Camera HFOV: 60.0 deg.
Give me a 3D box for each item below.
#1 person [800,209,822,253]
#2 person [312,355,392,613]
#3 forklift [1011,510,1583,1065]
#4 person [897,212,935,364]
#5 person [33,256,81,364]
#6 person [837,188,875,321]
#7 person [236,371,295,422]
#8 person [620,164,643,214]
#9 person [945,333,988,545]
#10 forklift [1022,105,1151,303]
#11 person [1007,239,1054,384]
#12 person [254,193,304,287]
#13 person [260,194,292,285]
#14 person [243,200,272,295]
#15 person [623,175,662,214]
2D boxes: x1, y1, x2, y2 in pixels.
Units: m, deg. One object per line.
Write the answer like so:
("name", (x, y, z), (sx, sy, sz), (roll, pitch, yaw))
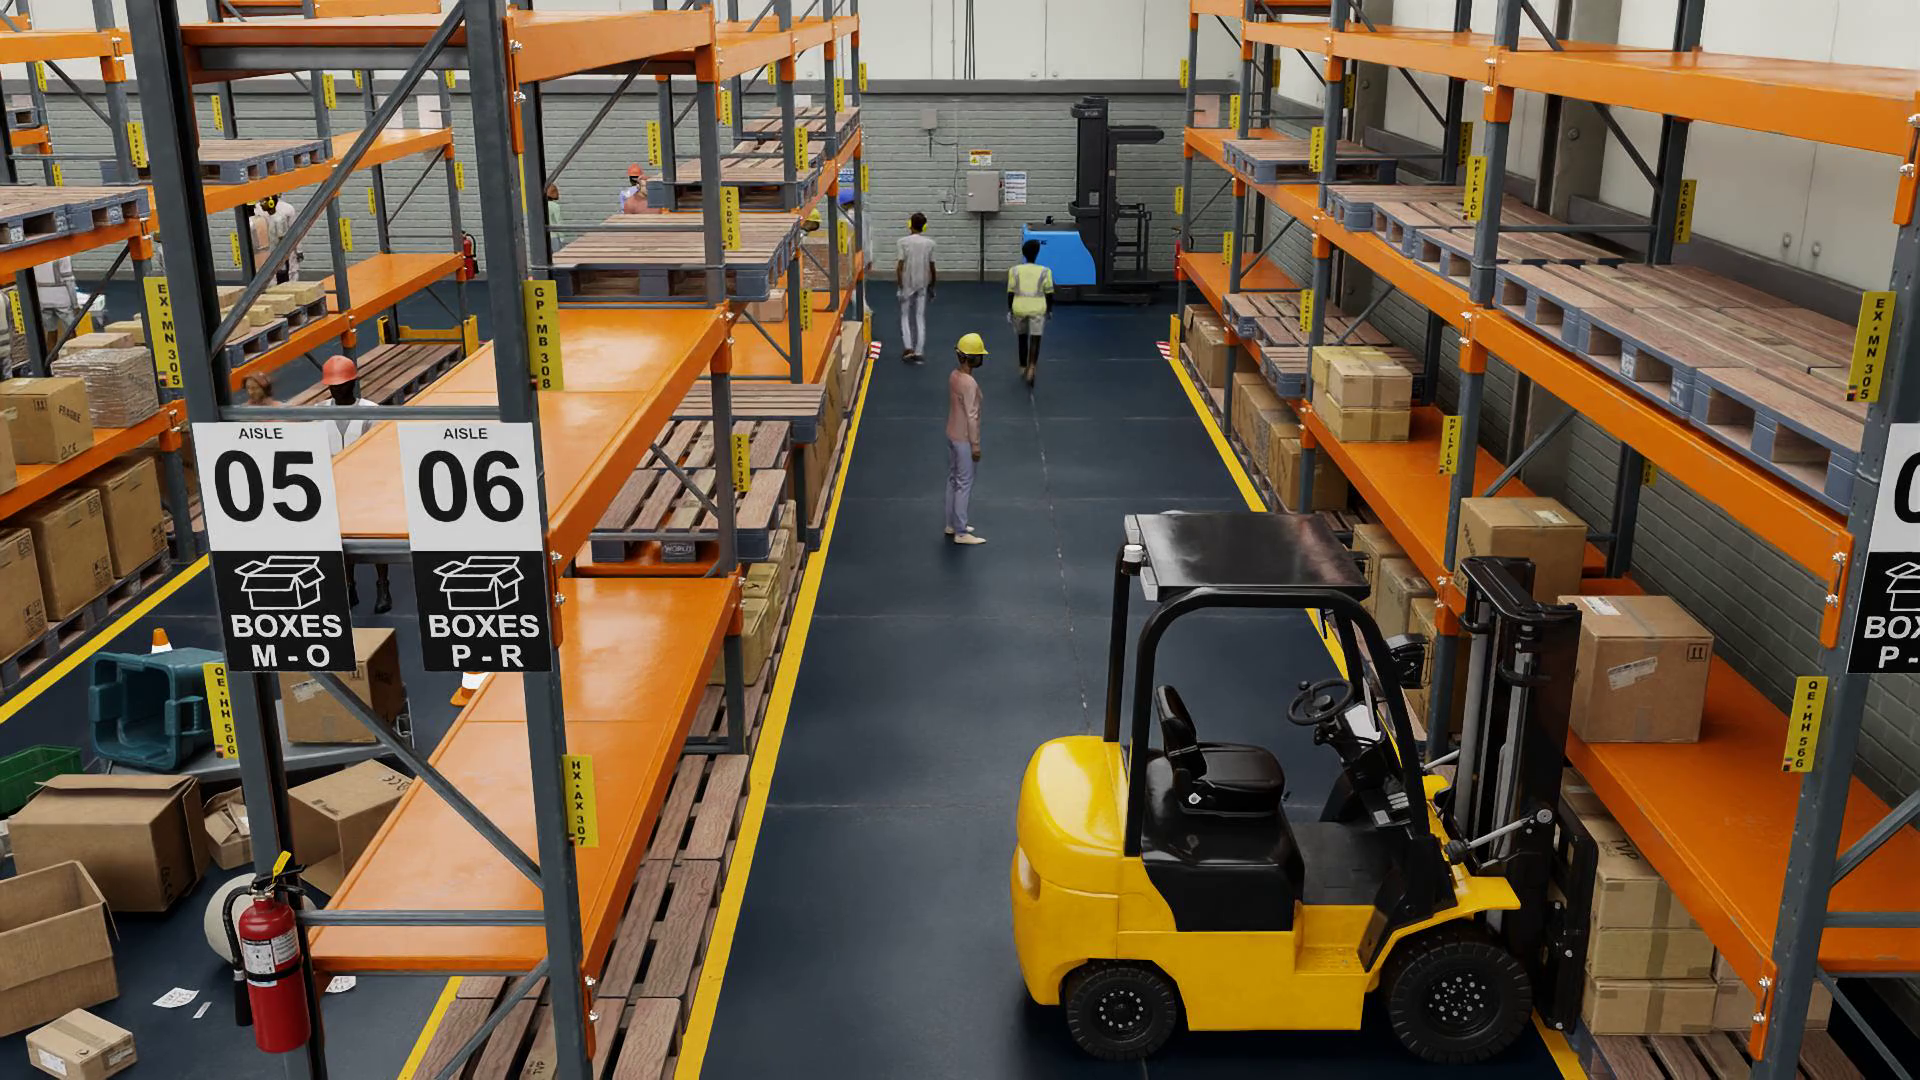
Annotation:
("person", (-1.941, -3.473, 21.795), (0.317, 1.733, 0.490), (0, 18, 0))
("person", (-4.443, -0.401, 12.182), (0.542, 1.938, 0.357), (-1, 18, -2))
("forklift", (1.387, 1.055, 7.378), (2.313, 2.155, 1.214), (0, 18, 0))
("person", (-0.544, -3.113, 20.542), (0.544, 1.830, 0.565), (-5, 19, -14))
("person", (-10.534, -2.776, 19.386), (0.549, 1.928, 0.387), (1, 18, 2))
("person", (-1.382, -3.768, 22.399), (0.624, 1.911, 0.656), (14, 23, 37))
("person", (-5.445, -0.533, 13.119), (0.520, 1.595, 0.865), (0, 18, 0))
("person", (-4.881, -4.713, 25.241), (0.549, 1.933, 0.395), (-10, 21, -28))
("person", (0.065, -0.841, 13.799), (0.348, 1.760, 0.528), (-6, 19, -17))
("forklift", (1.857, -4.944, 24.441), (1.873, 2.768, 1.129), (0, 18, 0))
("person", (0.815, -2.676, 19.490), (0.540, 1.674, 0.767), (3, 19, 9))
("person", (-9.532, -4.083, 23.364), (0.643, 1.909, 0.409), (1, 18, 4))
("person", (-9.257, -3.800, 22.588), (0.341, 1.866, 0.521), (-12, 22, -32))
("person", (-9.291, -3.630, 21.958), (0.368, 1.929, 0.589), (2, 18, 5))
("person", (-4.531, -4.339, 24.160), (0.650, 1.900, 0.398), (-15, 24, -38))
